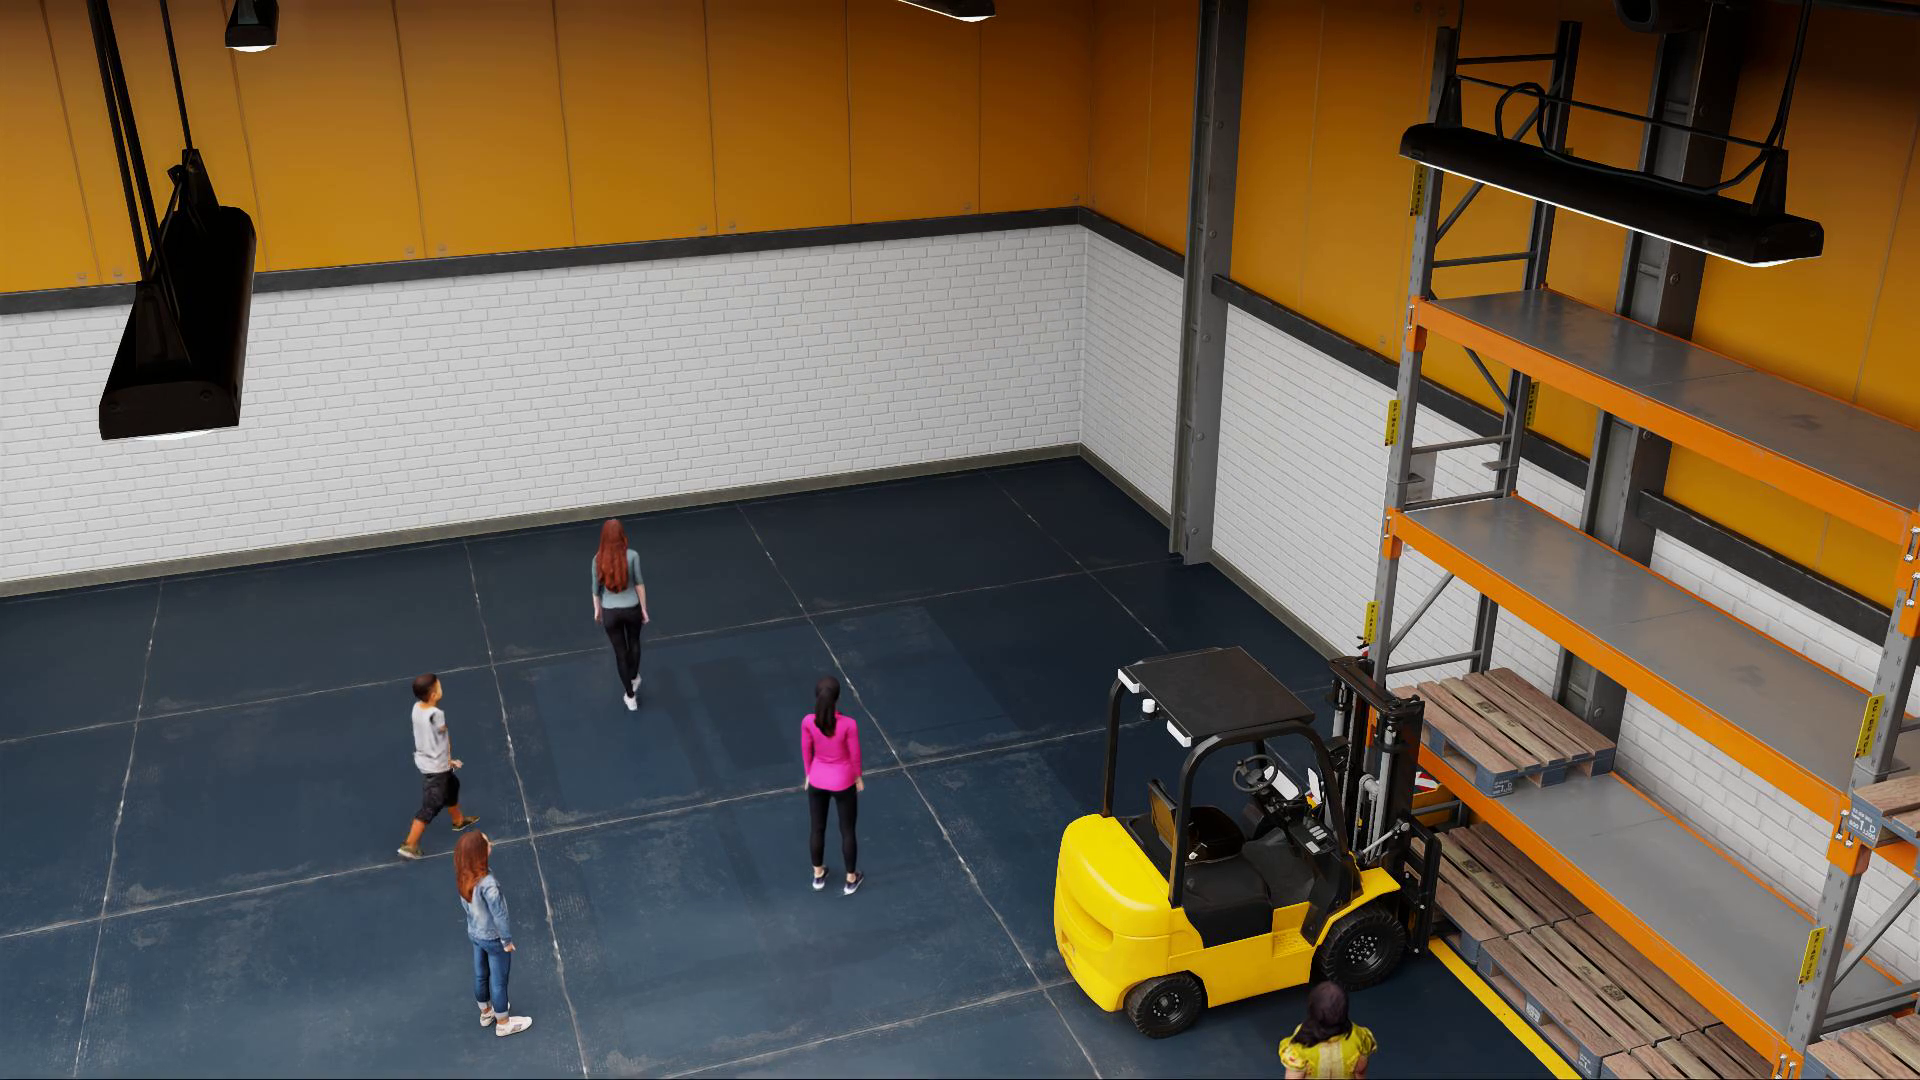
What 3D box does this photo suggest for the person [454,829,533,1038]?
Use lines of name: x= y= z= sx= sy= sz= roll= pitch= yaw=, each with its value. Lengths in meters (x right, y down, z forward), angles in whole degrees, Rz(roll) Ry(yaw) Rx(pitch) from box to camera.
person: x=-2.986 y=2.469 z=10.493 sx=0.588 sy=1.477 sz=0.697 roll=19 pitch=30 yaw=37

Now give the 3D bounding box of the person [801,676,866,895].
person: x=-0.920 y=1.744 z=11.877 sx=0.677 sy=1.697 sz=0.710 roll=5 pitch=24 yaw=12

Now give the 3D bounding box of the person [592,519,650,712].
person: x=-2.904 y=0.672 z=14.288 sx=0.654 sy=1.730 sz=0.787 roll=-6 pitch=24 yaw=-13

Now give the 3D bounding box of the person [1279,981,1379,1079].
person: x=1.934 y=3.061 z=8.911 sx=0.903 sy=1.660 sz=0.838 roll=-4 pitch=24 yaw=-9

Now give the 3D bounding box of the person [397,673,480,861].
person: x=-3.988 y=1.653 z=12.422 sx=1.024 sy=1.428 sz=0.995 roll=17 pitch=29 yaw=34
